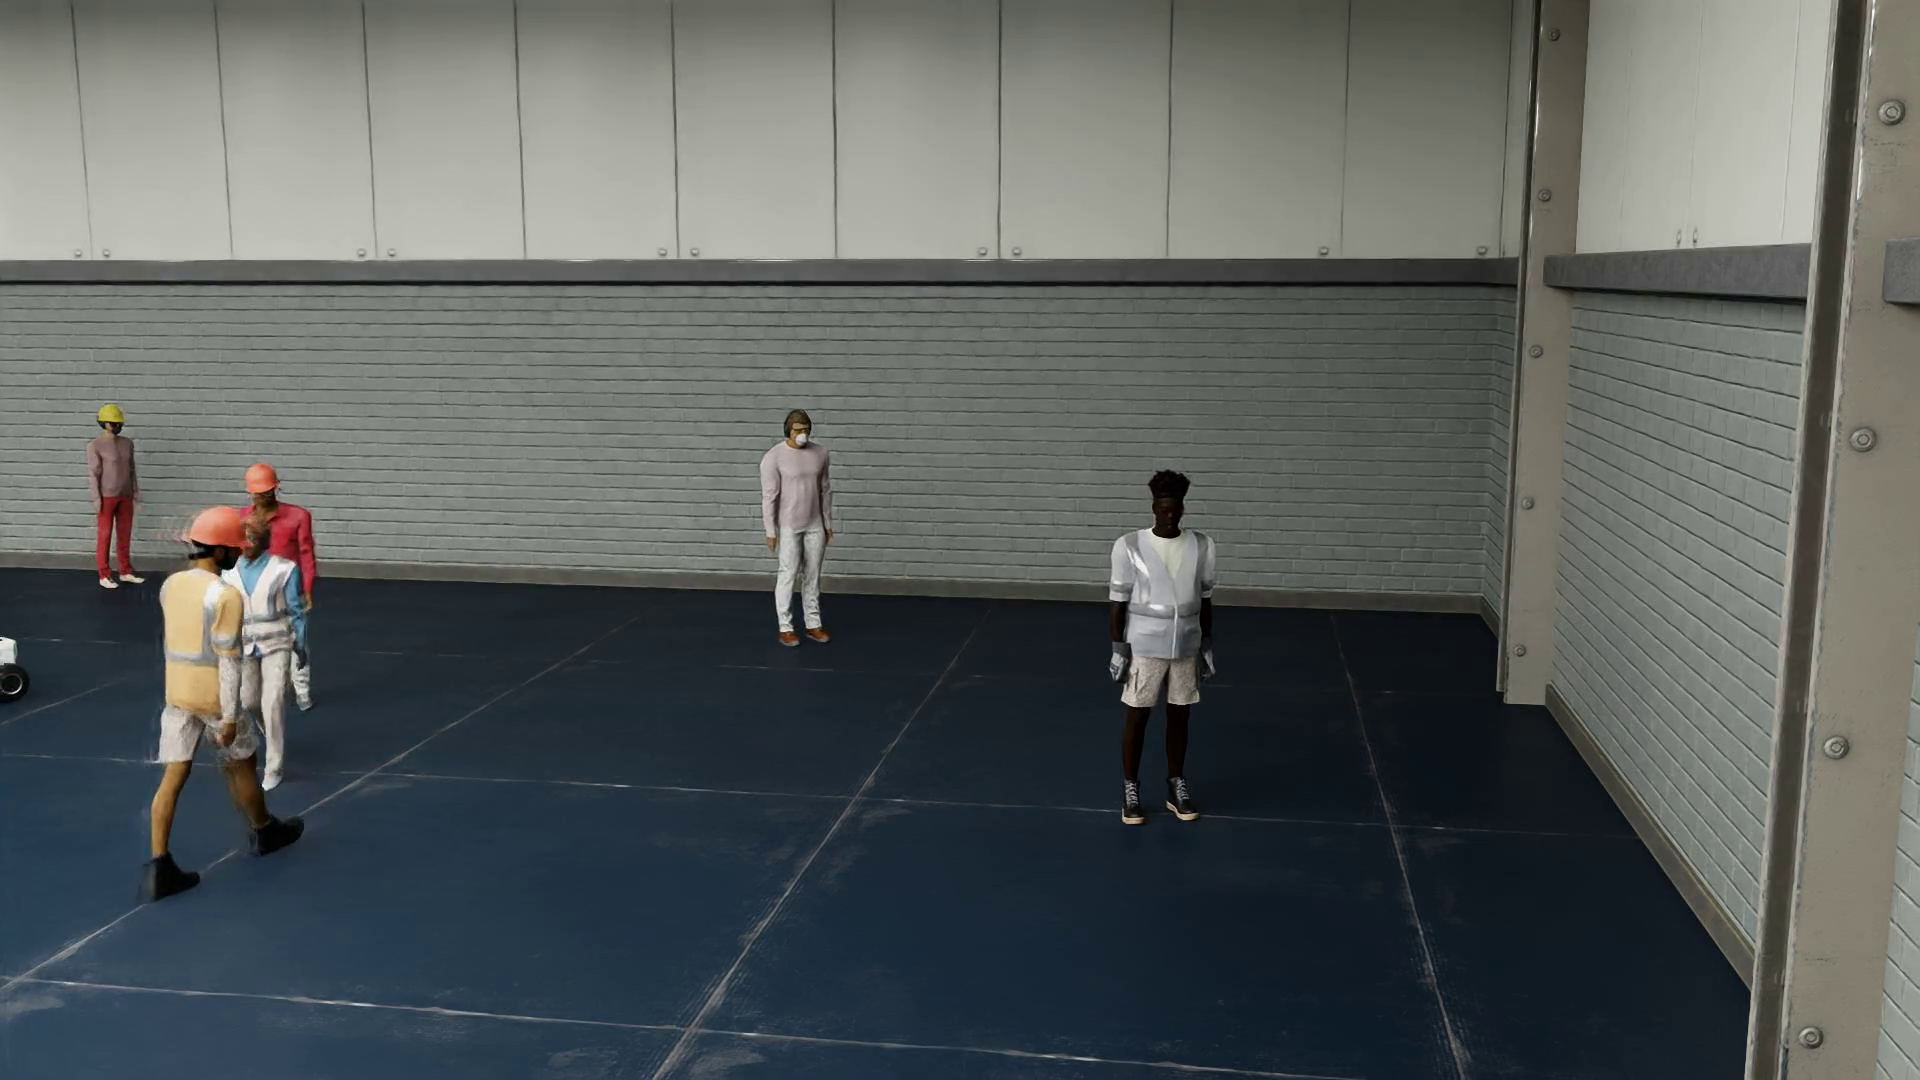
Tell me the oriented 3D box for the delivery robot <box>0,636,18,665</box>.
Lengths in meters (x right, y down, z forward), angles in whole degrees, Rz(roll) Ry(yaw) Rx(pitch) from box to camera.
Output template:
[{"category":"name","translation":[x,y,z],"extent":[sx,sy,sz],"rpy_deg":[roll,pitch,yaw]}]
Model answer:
[{"category":"delivery robot","translation":[-6.985,0.843,11.578],"extent":[0.477,0.478,0.707],"rpy_deg":[7,11,36]}]

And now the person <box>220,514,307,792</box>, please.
[{"category":"person","translation":[-4.160,0.630,9.943],"extent":[0.524,1.616,0.720],"rpy_deg":[-1,9,-4]}]

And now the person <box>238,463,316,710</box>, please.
[{"category":"person","translation":[-4.711,0.331,11.379],"extent":[0.580,1.738,0.390],"rpy_deg":[-3,10,-20]}]

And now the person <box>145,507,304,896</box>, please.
[{"category":"person","translation":[-3.722,0.770,8.279],"extent":[0.540,1.873,1.014],"rpy_deg":[3,10,20]}]

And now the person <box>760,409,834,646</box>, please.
[{"category":"person","translation":[-1.309,-0.101,13.484],"extent":[0.635,1.928,0.385],"rpy_deg":[-7,12,-38]}]

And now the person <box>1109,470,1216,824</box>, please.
[{"category":"person","translation":[1.117,0.582,9.138],"extent":[0.612,1.962,0.361],"rpy_deg":[-2,9,-13]}]

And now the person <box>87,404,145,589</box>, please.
[{"category":"person","translation":[-8.101,-0.426,15.971],"extent":[0.326,1.766,0.531],"rpy_deg":[3,10,20]}]
